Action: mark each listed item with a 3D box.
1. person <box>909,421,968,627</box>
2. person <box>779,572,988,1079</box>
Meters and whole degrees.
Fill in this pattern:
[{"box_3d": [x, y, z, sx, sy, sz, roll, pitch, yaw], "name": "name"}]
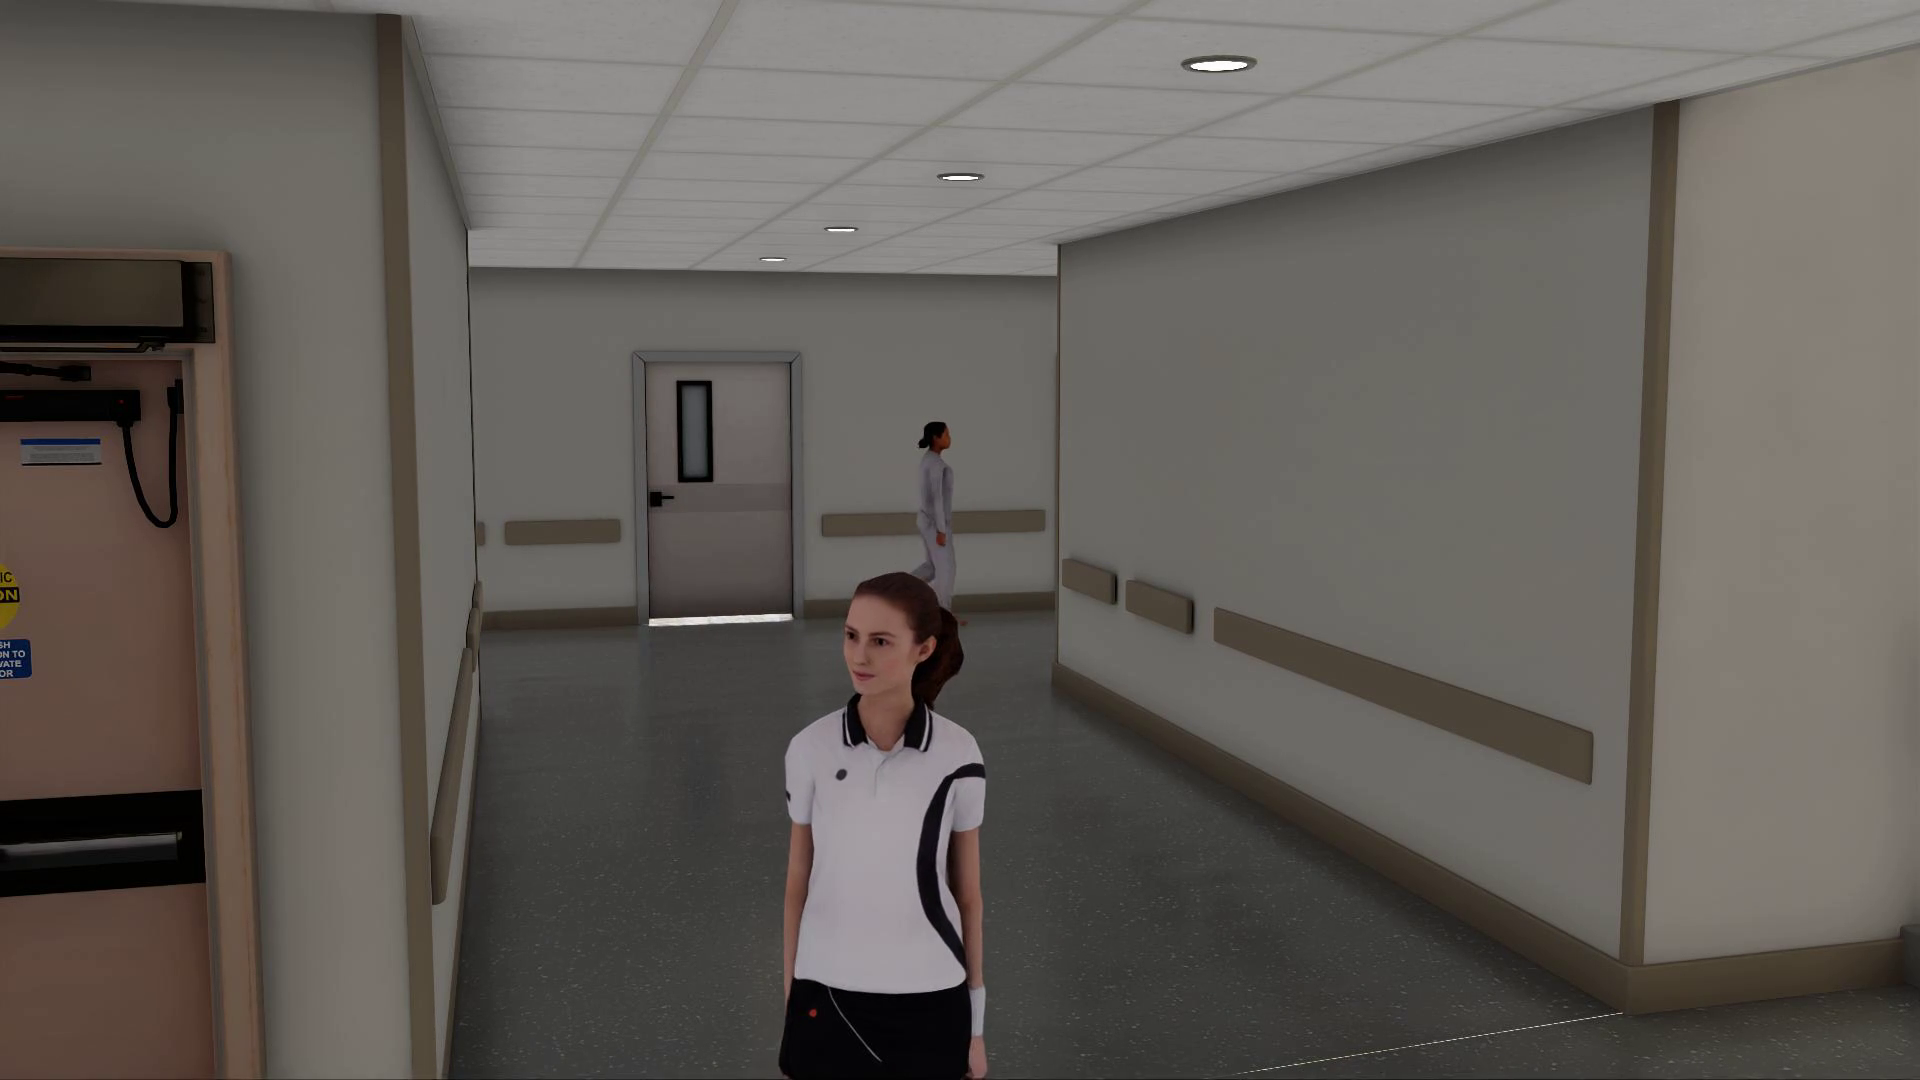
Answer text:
[{"box_3d": [-0.284, -0.121, 13.889, 0.917, 1.716, 0.687, -1, 6, -9], "name": "person"}, {"box_3d": [-0.149, 0.928, 3.292, 0.549, 1.750, 0.680, 0, 6, 1], "name": "person"}]
